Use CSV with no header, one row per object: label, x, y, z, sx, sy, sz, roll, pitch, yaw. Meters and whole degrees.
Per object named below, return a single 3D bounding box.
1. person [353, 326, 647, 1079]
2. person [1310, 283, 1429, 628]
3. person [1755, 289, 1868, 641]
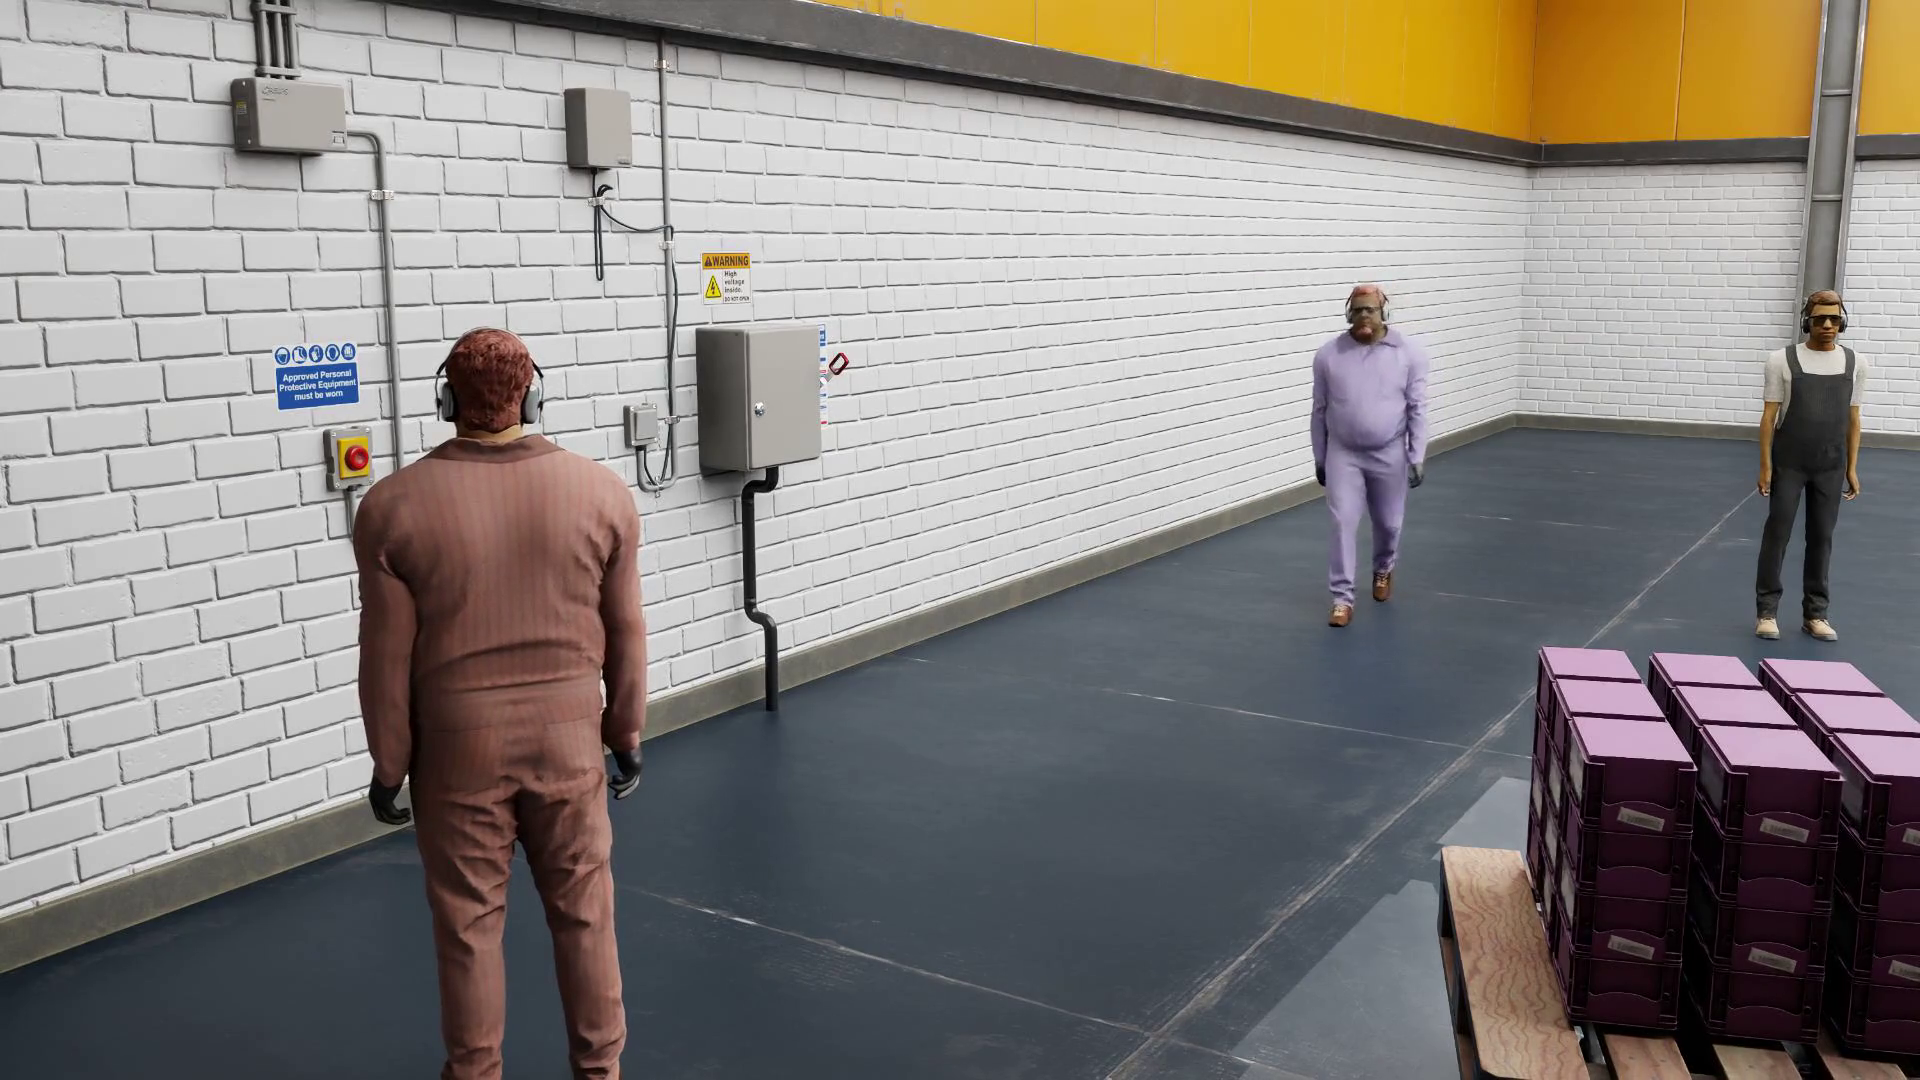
person,-1.056,0.462,3.881,0.651,1.906,0.403,-5,11,-26
person,2.276,-0.498,9.291,0.642,1.875,0.870,3,11,15
person,4.464,-0.385,8.743,0.506,1.846,0.345,1,10,8
